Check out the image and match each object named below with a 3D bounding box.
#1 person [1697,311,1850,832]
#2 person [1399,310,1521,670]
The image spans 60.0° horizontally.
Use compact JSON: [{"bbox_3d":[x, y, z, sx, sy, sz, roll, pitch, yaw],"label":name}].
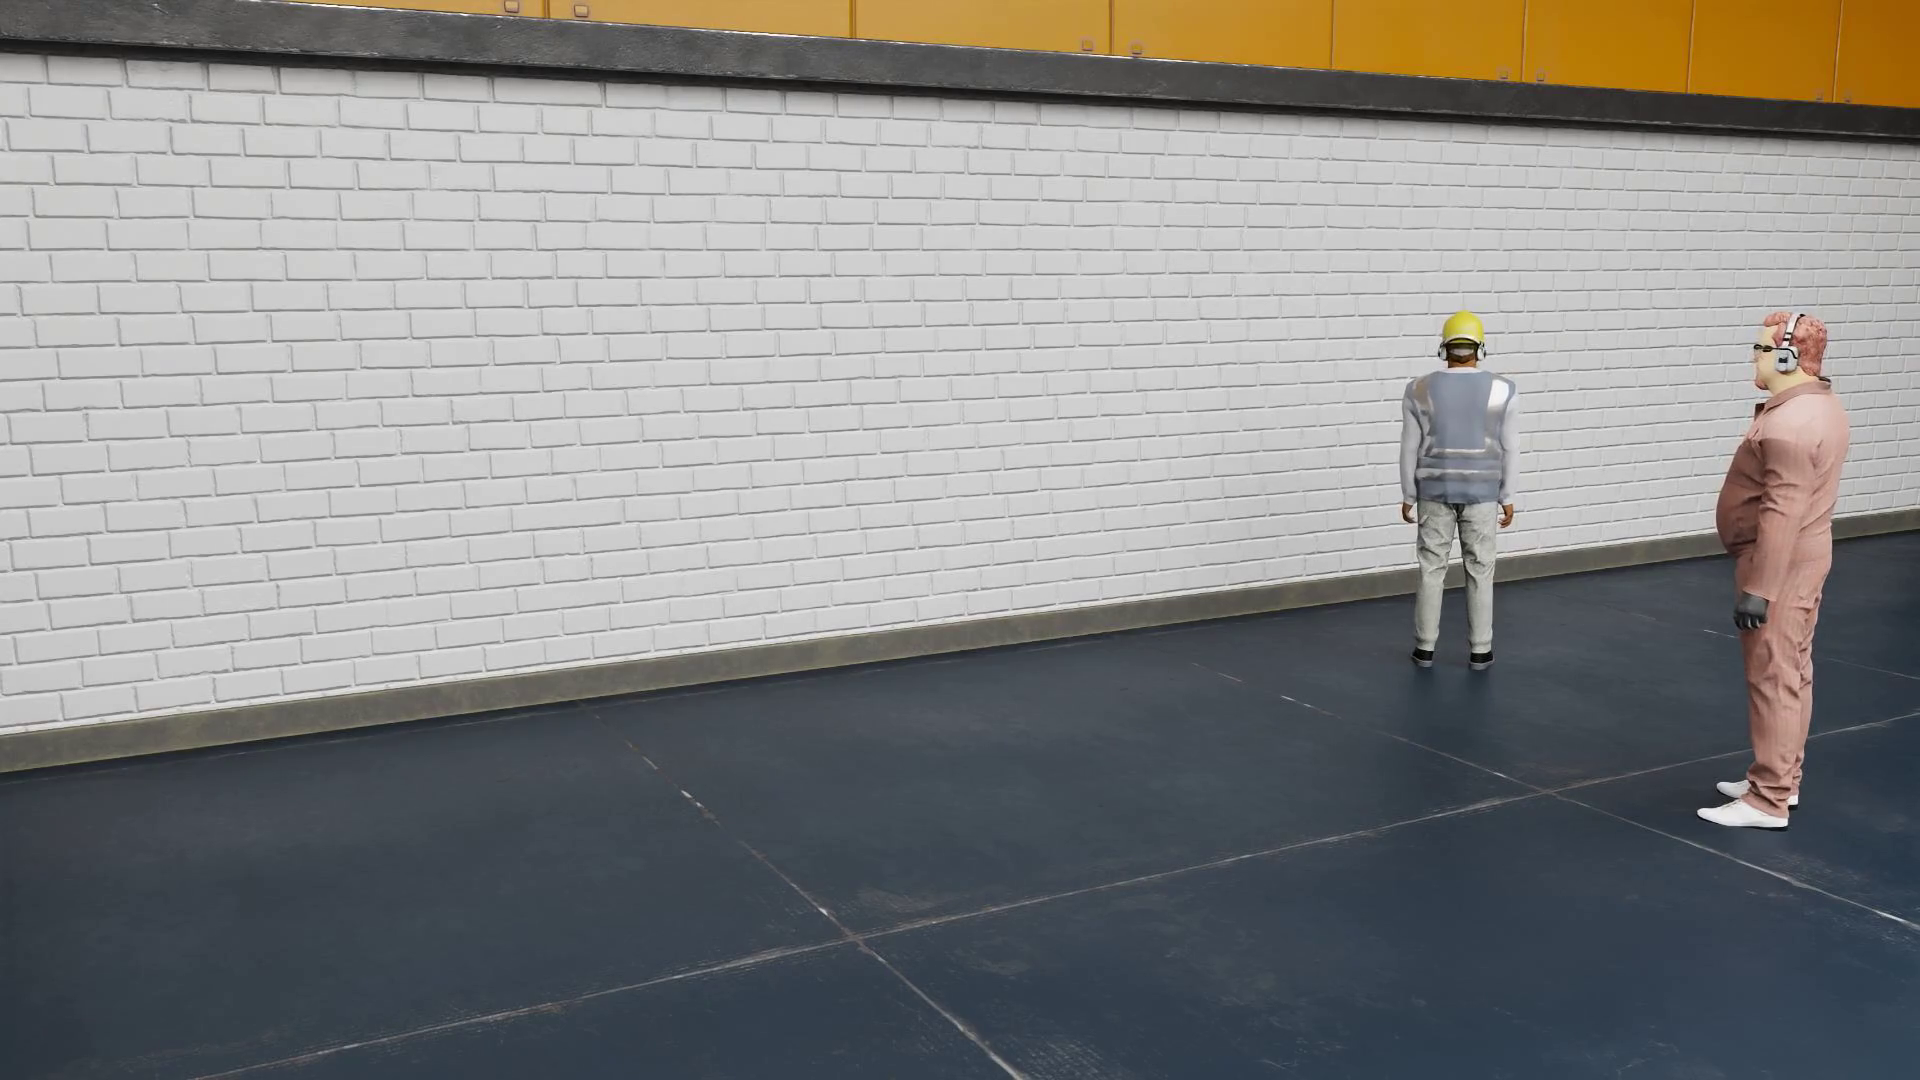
[{"bbox_3d":[3.004,0.117,6.156,0.408,1.909,0.638,7,12,36],"label":"person"},{"bbox_3d":[2.537,-0.247,8.475,0.588,1.830,0.404,3,10,16],"label":"person"}]
